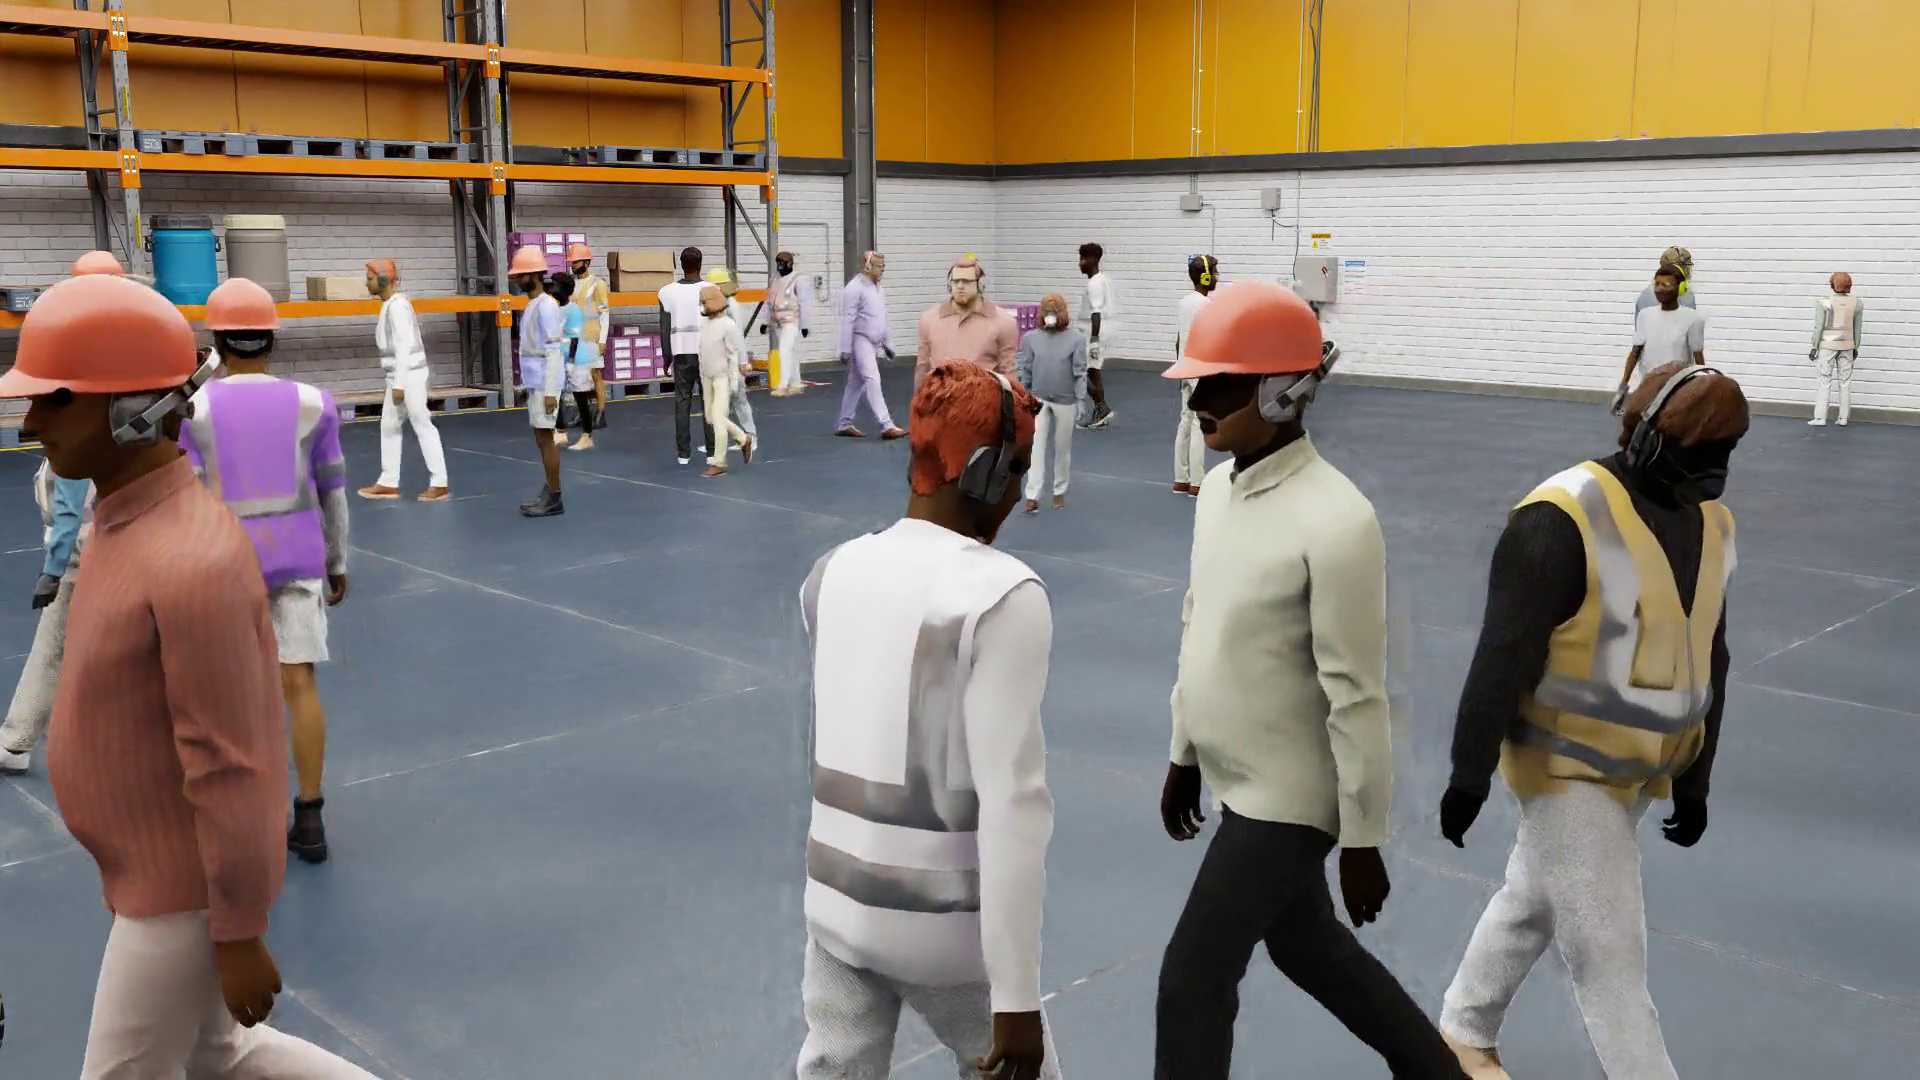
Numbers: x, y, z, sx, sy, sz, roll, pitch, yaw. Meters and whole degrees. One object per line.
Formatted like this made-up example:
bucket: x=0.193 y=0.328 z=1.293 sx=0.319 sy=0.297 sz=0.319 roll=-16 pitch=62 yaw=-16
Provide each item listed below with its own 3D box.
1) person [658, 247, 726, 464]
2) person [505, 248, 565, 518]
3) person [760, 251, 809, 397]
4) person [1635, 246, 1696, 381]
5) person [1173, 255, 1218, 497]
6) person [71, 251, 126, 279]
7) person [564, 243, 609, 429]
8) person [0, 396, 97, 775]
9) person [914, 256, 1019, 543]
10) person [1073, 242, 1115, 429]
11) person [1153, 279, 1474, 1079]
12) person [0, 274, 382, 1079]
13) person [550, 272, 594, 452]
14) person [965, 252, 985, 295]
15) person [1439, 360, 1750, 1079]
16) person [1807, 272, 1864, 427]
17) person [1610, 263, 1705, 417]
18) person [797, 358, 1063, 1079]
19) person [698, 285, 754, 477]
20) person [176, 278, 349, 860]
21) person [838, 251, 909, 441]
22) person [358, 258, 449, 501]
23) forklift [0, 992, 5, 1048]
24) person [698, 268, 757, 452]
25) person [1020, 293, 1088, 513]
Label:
person: x=-2.358 y=-1.625 z=14.735 sx=0.588 sy=1.920 sz=0.392 roll=0 pitch=10 yaw=2
person: x=-3.072 y=-1.132 z=12.023 sx=0.412 sy=1.928 sz=0.570 roll=-5 pitch=12 yaw=-27
person: x=-2.264 y=-2.706 z=20.936 sx=0.770 sy=1.815 sz=0.624 roll=-9 pitch=14 yaw=-41
person: x=5.463 y=-1.294 z=12.879 sx=0.371 sy=1.941 sz=0.627 roll=-2 pitch=11 yaw=-13
person: x=1.855 y=-1.266 z=12.926 sx=0.334 sy=1.869 sz=0.521 roll=-4 pitch=11 yaw=-18
person: x=-4.539 y=-0.560 z=8.877 sx=0.547 sy=1.939 sz=0.376 roll=5 pitch=12 yaw=27
person: x=-3.937 y=-2.123 z=17.402 sx=0.553 sy=1.935 sz=0.362 roll=5 pitch=12 yaw=28
person: x=-3.288 y=0.105 z=6.195 sx=0.874 sy=1.592 sz=0.518 roll=-7 pitch=12 yaw=-33
person: x=0.039 y=-0.791 z=10.248 sx=0.666 sy=1.891 sz=0.482 roll=2 pitch=11 yaw=13
person: x=1.366 y=-2.101 z=17.248 sx=0.425 sy=1.947 sz=0.632 roll=2 pitch=11 yaw=11
person: x=0.682 y=0.463 z=3.297 sx=1.001 sy=1.955 sz=0.607 roll=-2 pitch=11 yaw=-10
person: x=-1.275 y=0.535 z=2.846 sx=0.858 sy=1.971 sz=0.624 roll=-7 pitch=12 yaw=-32
person: x=-3.687 y=-1.650 z=15.496 sx=0.561 sy=1.676 sz=0.534 roll=-9 pitch=14 yaw=-41
person: x=0.173 y=-3.412 z=24.901 sx=0.331 sy=1.767 sz=0.527 roll=9 pitch=14 yaw=41
person: x=1.386 y=0.503 z=3.555 sx=0.697 sy=1.763 sz=0.994 roll=-7 pitch=12 yaw=-33
person: x=9.270 y=-2.013 z=17.616 sx=0.525 sy=1.639 sz=0.307 roll=0 pitch=10 yaw=-1
person: x=4.868 y=-1.005 z=11.641 sx=0.947 sy=1.813 sz=0.522 roll=-6 pitch=12 yaw=-30
person: x=-0.002 y=0.622 z=2.762 sx=1.013 sy=1.813 sz=0.654 roll=-10 pitch=14 yaw=-43
person: x=-2.007 y=-1.361 z=14.158 sx=0.524 sy=1.605 sz=0.634 roll=10 pitch=14 yaw=43
person: x=-2.343 y=0.072 z=5.590 sx=0.573 sy=1.879 sz=1.014 roll=-6 pitch=12 yaw=-28
person: x=-0.846 y=-1.917 z=16.493 sx=0.949 sy=1.857 sz=0.662 roll=3 pitch=11 yaw=18
person: x=-4.267 y=-1.209 z=12.696 sx=0.653 sy=1.856 sz=0.594 roll=-6 pitch=12 yaw=-30
forklift: x=-3.245 y=0.323 z=3.363 sx=2.313 sy=2.155 sz=1.214 roll=2 pitch=11 yaw=13
person: x=-2.240 y=-1.675 z=15.560 sx=0.734 sy=1.708 sz=0.506 roll=-4 pitch=11 yaw=-21
person: x=0.666 y=-0.979 z=12.076 sx=0.515 sy=1.592 sz=0.813 roll=2 pitch=11 yaw=13
